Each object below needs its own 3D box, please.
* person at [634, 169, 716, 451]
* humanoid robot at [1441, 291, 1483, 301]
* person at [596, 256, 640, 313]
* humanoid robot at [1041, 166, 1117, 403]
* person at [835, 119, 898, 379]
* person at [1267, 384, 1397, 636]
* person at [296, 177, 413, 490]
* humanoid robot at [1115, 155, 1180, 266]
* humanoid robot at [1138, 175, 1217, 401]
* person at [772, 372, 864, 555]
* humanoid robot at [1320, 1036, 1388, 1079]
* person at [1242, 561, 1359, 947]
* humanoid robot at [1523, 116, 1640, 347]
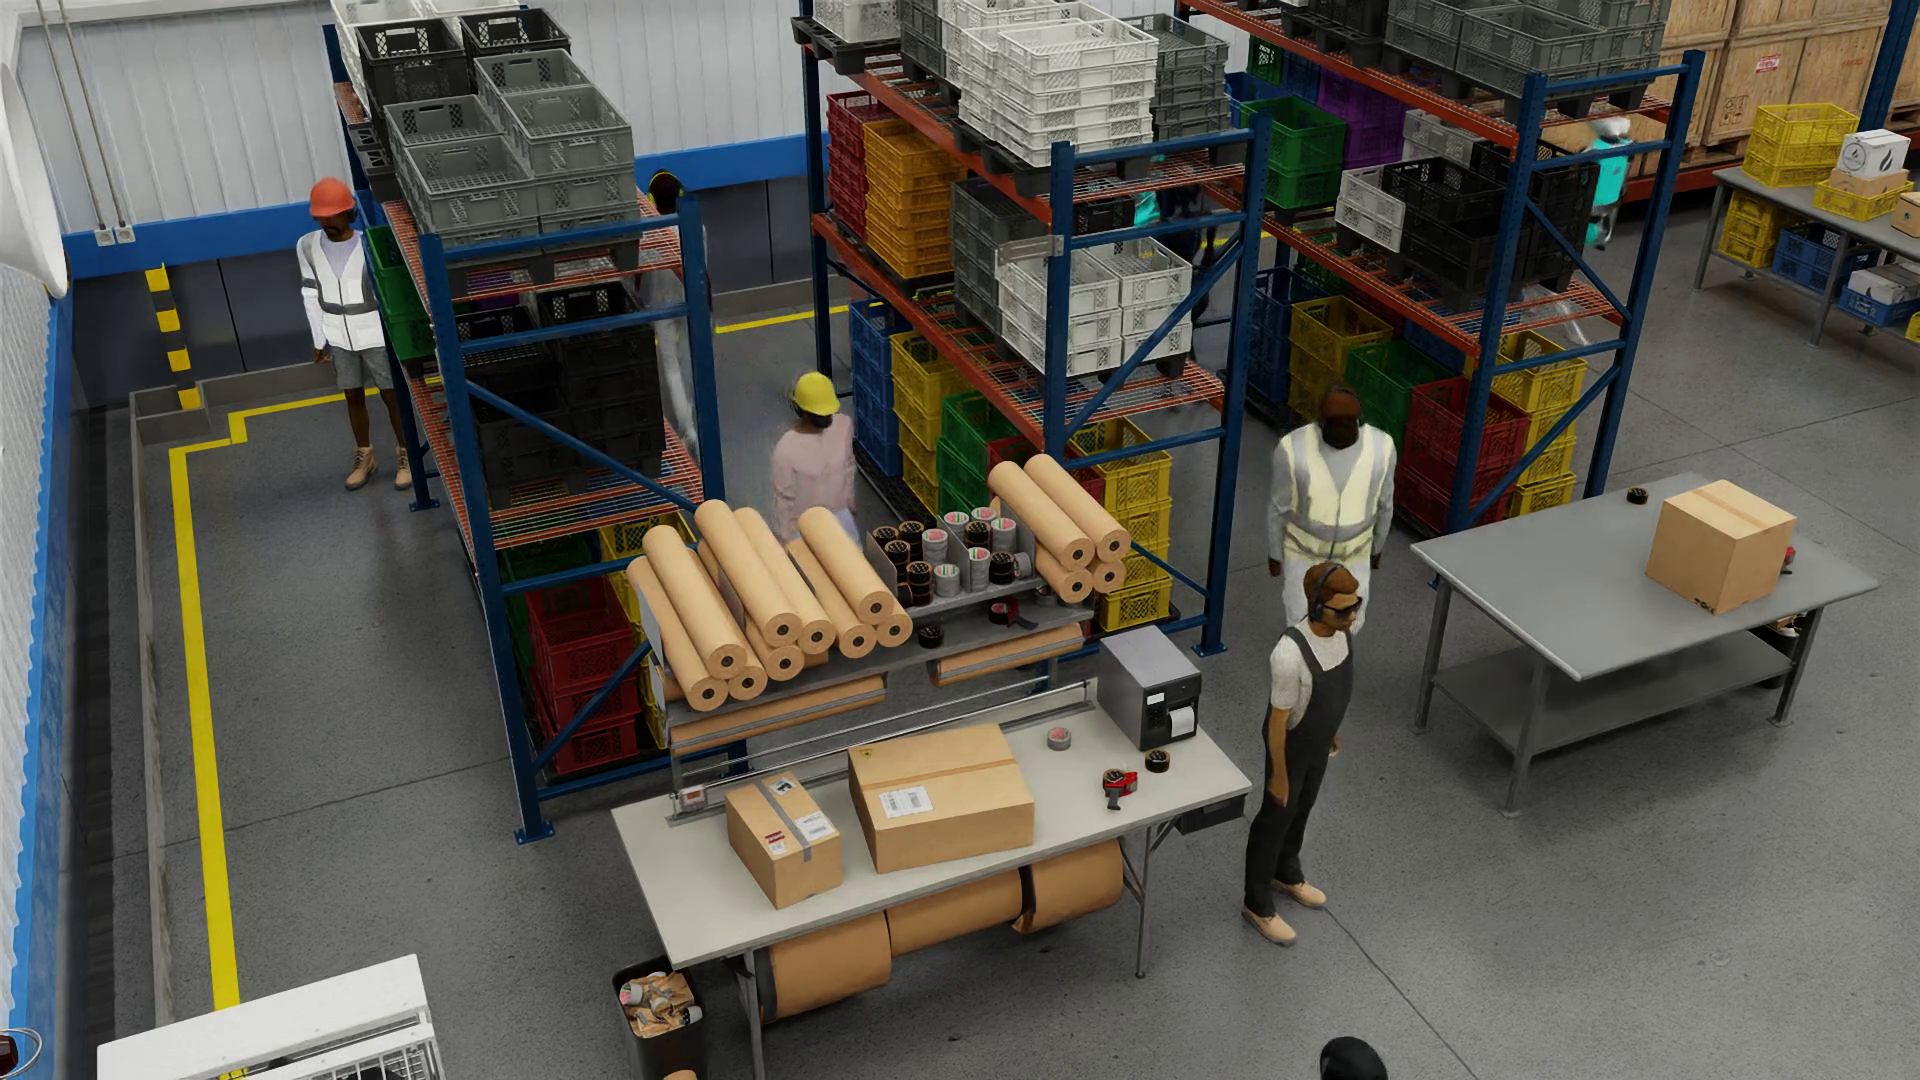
[{"bbox_3d":[-1.886,-1.515,10.942,0.535,1.834,0.921,-8,33,-13],"label":"person"},{"bbox_3d":[3.640,-1.894,11.711,0.608,1.639,0.567,-21,37,-30],"label":"humanoid robot"},{"bbox_3d":[-2.362,-1.494,11.024,0.546,1.701,0.426,5,32,7],"label":"person"},{"bbox_3d":[0.738,-1.733,11.424,0.552,1.832,0.664,-6,32,-10],"label":"humanoid robot"},{"bbox_3d":[-0.583,-2.035,11.714,0.589,1.913,0.386,-3,32,-5],"label":"person"},{"bbox_3d":[1.853,0.039,8.419,0.630,1.829,0.442,2,32,4],"label":"person"},{"bbox_3d":[-3.735,-1.261,10.325,0.606,2.048,0.366,1,32,1],"label":"person"},{"bbox_3d":[1.390,-2.661,12.912,1.037,1.739,0.555,-20,37,-29],"label":"humanoid robot"},{"bbox_3d":[1.476,-1.693,11.377,0.603,1.659,0.342,-17,35,-25],"label":"humanoid robot"},{"bbox_3d":[-0.682,-0.063,8.662,0.558,1.740,0.702,-24,39,-34],"label":"person"},{"bbox_3d":[1.145,2.253,5.018,0.619,1.647,0.563,-17,35,-25],"label":"humanoid robot"},{"bbox_3d":[1.458,0.883,7.033,0.351,1.846,0.505,26,40,35],"label":"person"},{"bbox_3d":[4.520,-2.378,12.483,0.533,1.783,1.028,-17,35,-25],"label":"humanoid robot"}]
